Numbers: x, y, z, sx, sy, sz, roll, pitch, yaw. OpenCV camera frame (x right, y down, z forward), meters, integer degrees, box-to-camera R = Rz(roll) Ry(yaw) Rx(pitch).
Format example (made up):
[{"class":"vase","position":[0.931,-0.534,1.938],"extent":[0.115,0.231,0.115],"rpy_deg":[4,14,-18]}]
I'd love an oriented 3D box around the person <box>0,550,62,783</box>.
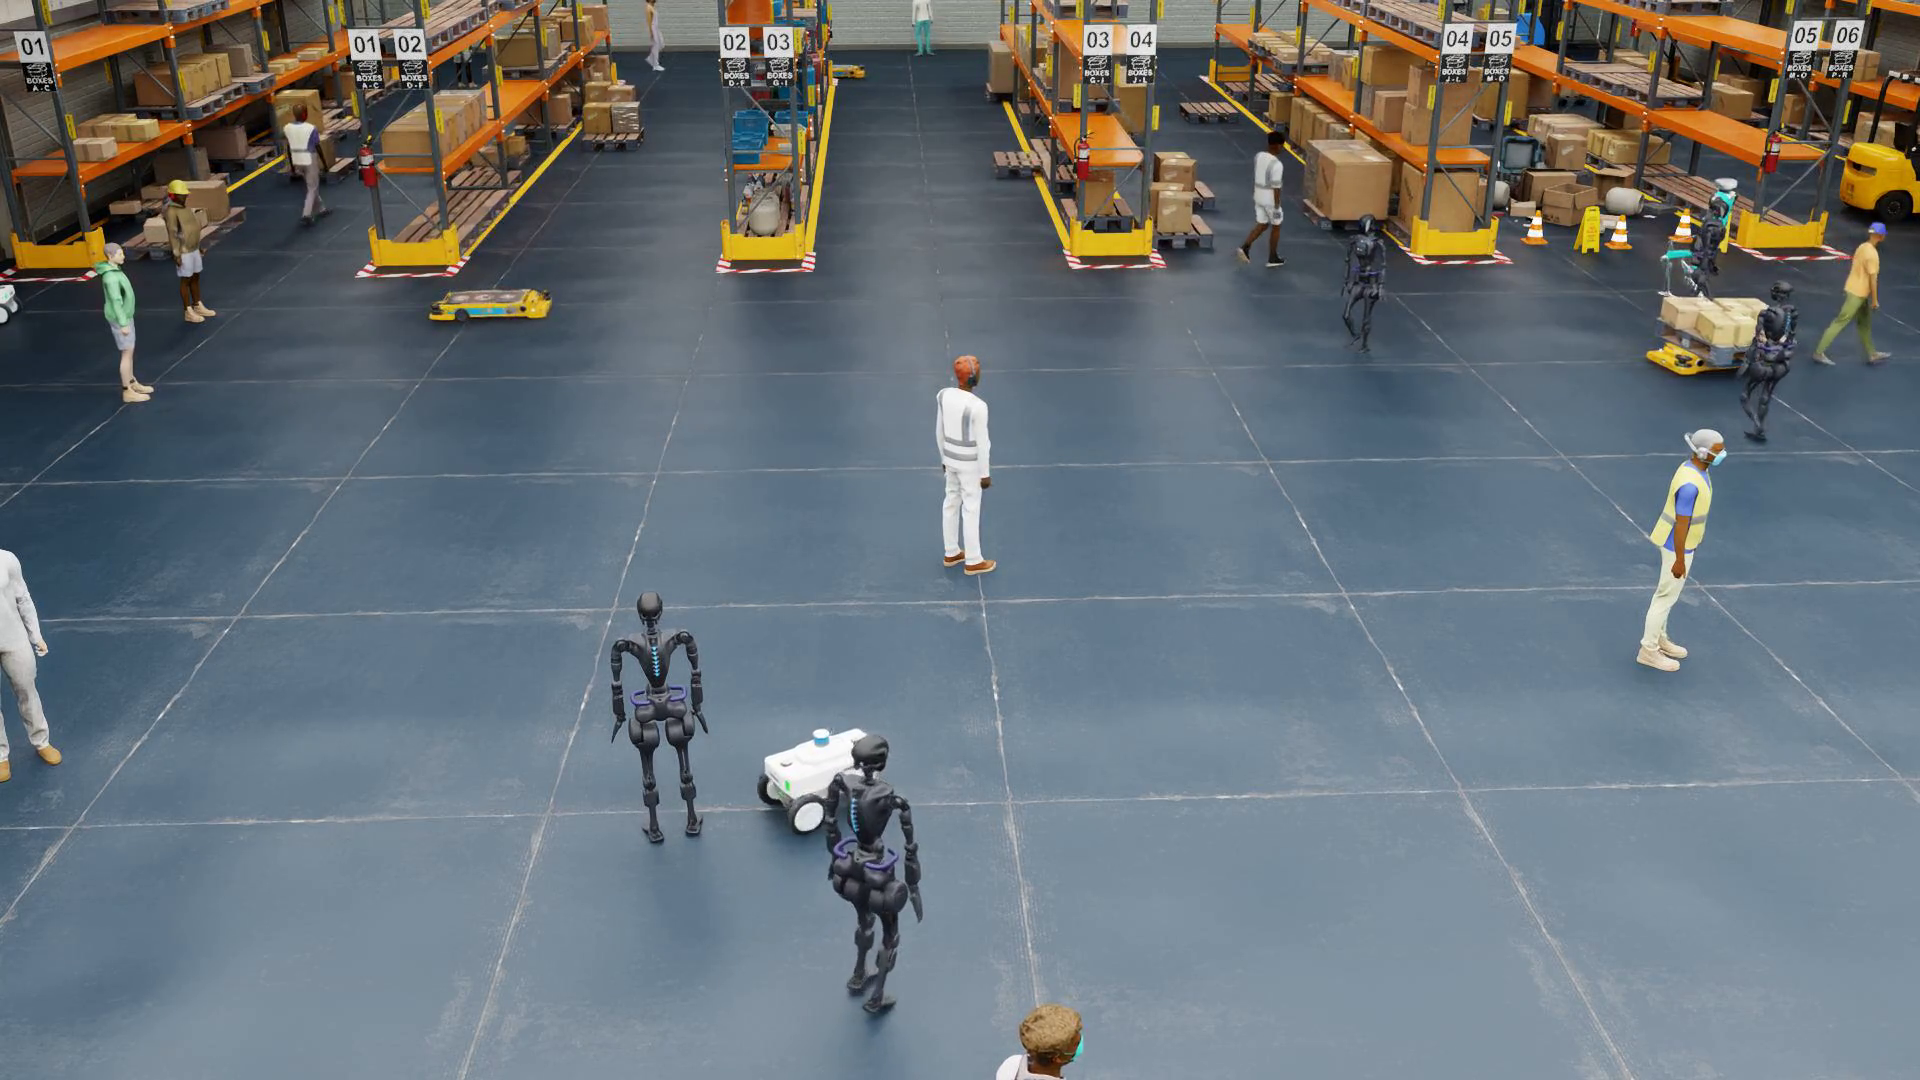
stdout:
[{"class":"person","position":[-6.364,0.671,10.966],"extent":[0.563,1.898,0.353],"rpy_deg":[-20,31,-37]}]

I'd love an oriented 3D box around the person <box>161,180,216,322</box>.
[{"class":"person","position":[-9.666,-3.616,20.760],"extent":[0.401,1.760,0.550],"rpy_deg":[3,24,7]}]

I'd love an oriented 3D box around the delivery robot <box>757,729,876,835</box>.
[{"class":"delivery robot","position":[-0.903,1.517,10.732],"extent":[0.812,0.611,0.499],"rpy_deg":[-15,28,-30]}]

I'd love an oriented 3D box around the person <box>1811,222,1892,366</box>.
[{"class":"person","position":[10.347,-2.792,19.036],"extent":[0.897,1.649,0.509],"rpy_deg":[6,25,14]}]

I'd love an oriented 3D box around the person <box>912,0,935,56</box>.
[{"class":"person","position":[-0.936,-13.244,42.447],"extent":[0.682,1.720,0.333],"rpy_deg":[-17,29,-33]}]

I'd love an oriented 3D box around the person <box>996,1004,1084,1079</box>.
[{"class":"person","position":[0.323,2.620,6.561],"extent":[0.372,1.915,0.498],"rpy_deg":[-15,28,-30]}]

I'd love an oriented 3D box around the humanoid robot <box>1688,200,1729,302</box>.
[{"class":"humanoid robot","position":[9.129,-3.335,20.265],"extent":[0.692,1.631,0.597],"rpy_deg":[16,29,32]}]

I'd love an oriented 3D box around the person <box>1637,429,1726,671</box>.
[{"class":"person","position":[5.344,0.057,12.369],"extent":[0.398,1.886,0.510],"rpy_deg":[13,27,26]}]

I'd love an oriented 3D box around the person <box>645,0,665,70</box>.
[{"class":"person","position":[-7.376,-12.285,40.132],"extent":[0.452,1.843,0.540],"rpy_deg":[5,24,10]}]

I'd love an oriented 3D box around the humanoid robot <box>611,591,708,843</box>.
[{"class":"humanoid robot","position":[-1.867,1.083,10.290],"extent":[0.599,1.657,0.315],"rpy_deg":[-6,25,-14]}]

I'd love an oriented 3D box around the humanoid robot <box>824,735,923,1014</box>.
[{"class":"humanoid robot","position":[-0.455,1.757,8.791],"extent":[0.616,1.651,0.341],"rpy_deg":[14,28,29]}]

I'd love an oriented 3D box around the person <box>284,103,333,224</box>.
[{"class":"person","position":[-10.059,-5.810,25.637],"extent":[0.571,1.804,0.895],"rpy_deg":[8,25,17]}]

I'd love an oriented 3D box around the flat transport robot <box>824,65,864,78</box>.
[{"class":"flat transport robot","position":[-2.983,-11.085,39.380],"extent":[1.431,0.231,0.659],"rpy_deg":[-1,24,-2]}]

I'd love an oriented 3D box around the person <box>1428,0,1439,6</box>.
[{"class":"person","position":[11.986,-13.063,41.989],"extent":[0.527,1.768,0.796],"rpy_deg":[-12,27,-26]}]

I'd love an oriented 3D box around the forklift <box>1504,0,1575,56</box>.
[{"class":"forklift","position":[14.700,-13.805,42.301],"extent":[1.873,2.768,1.129],"rpy_deg":[-1,24,-2]}]

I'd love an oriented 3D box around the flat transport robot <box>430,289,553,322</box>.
[{"class":"flat transport robot","position":[-5.968,-2.992,21.195],"extent":[1.431,0.231,0.659],"rpy_deg":[-2,24,-4]}]

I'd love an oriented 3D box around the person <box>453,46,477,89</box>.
[{"class":"person","position":[-11.271,-11.086,37.630],"extent":[0.532,1.691,0.322],"rpy_deg":[6,25,14]}]

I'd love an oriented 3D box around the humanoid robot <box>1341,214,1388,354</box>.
[{"class":"humanoid robot","position":[4.742,-2.998,19.483],"extent":[0.329,1.647,0.608],"rpy_deg":[-21,32,-39]}]

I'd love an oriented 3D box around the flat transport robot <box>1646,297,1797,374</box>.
[{"class":"flat transport robot","position":[8.801,-2.140,19.282],"extent":[1.431,0.231,0.659],"rpy_deg":[-5,25,-12]}]

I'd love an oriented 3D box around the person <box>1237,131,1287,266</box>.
[{"class":"person","position":[4.270,-4.713,23.031],"extent":[0.712,1.914,0.630],"rpy_deg":[-12,27,-26]}]

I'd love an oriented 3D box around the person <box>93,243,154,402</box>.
[{"class":"person","position":[-9.047,-2.355,17.968],"extent":[0.315,1.734,0.476],"rpy_deg":[-9,25,-18]}]

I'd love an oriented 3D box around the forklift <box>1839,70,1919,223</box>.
[{"class":"forklift","position":[15.132,-6.143,25.915],"extent":[2.313,2.155,1.214],"rpy_deg":[-1,24,-2]}]

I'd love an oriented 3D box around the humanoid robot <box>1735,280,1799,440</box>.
[{"class":"humanoid robot","position":[8.183,-1.812,16.804],"extent":[0.599,1.648,0.374],"rpy_deg":[-9,26,-20]}]

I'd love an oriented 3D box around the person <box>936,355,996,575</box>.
[{"class":"person","position":[0.043,-0.630,13.905],"extent":[0.362,1.882,0.574],"rpy_deg":[-19,30,-37]}]

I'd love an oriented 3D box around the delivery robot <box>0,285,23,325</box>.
[{"class":"delivery robot","position":[-12.208,-2.980,20.842],"extent":[0.785,0.614,0.523],"rpy_deg":[-5,24,-10]}]

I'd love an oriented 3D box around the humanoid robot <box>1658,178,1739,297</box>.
[{"class":"humanoid robot","position":[9.335,-3.785,21.233],"extent":[0.531,1.750,1.006],"rpy_deg":[-18,30,-35]}]
